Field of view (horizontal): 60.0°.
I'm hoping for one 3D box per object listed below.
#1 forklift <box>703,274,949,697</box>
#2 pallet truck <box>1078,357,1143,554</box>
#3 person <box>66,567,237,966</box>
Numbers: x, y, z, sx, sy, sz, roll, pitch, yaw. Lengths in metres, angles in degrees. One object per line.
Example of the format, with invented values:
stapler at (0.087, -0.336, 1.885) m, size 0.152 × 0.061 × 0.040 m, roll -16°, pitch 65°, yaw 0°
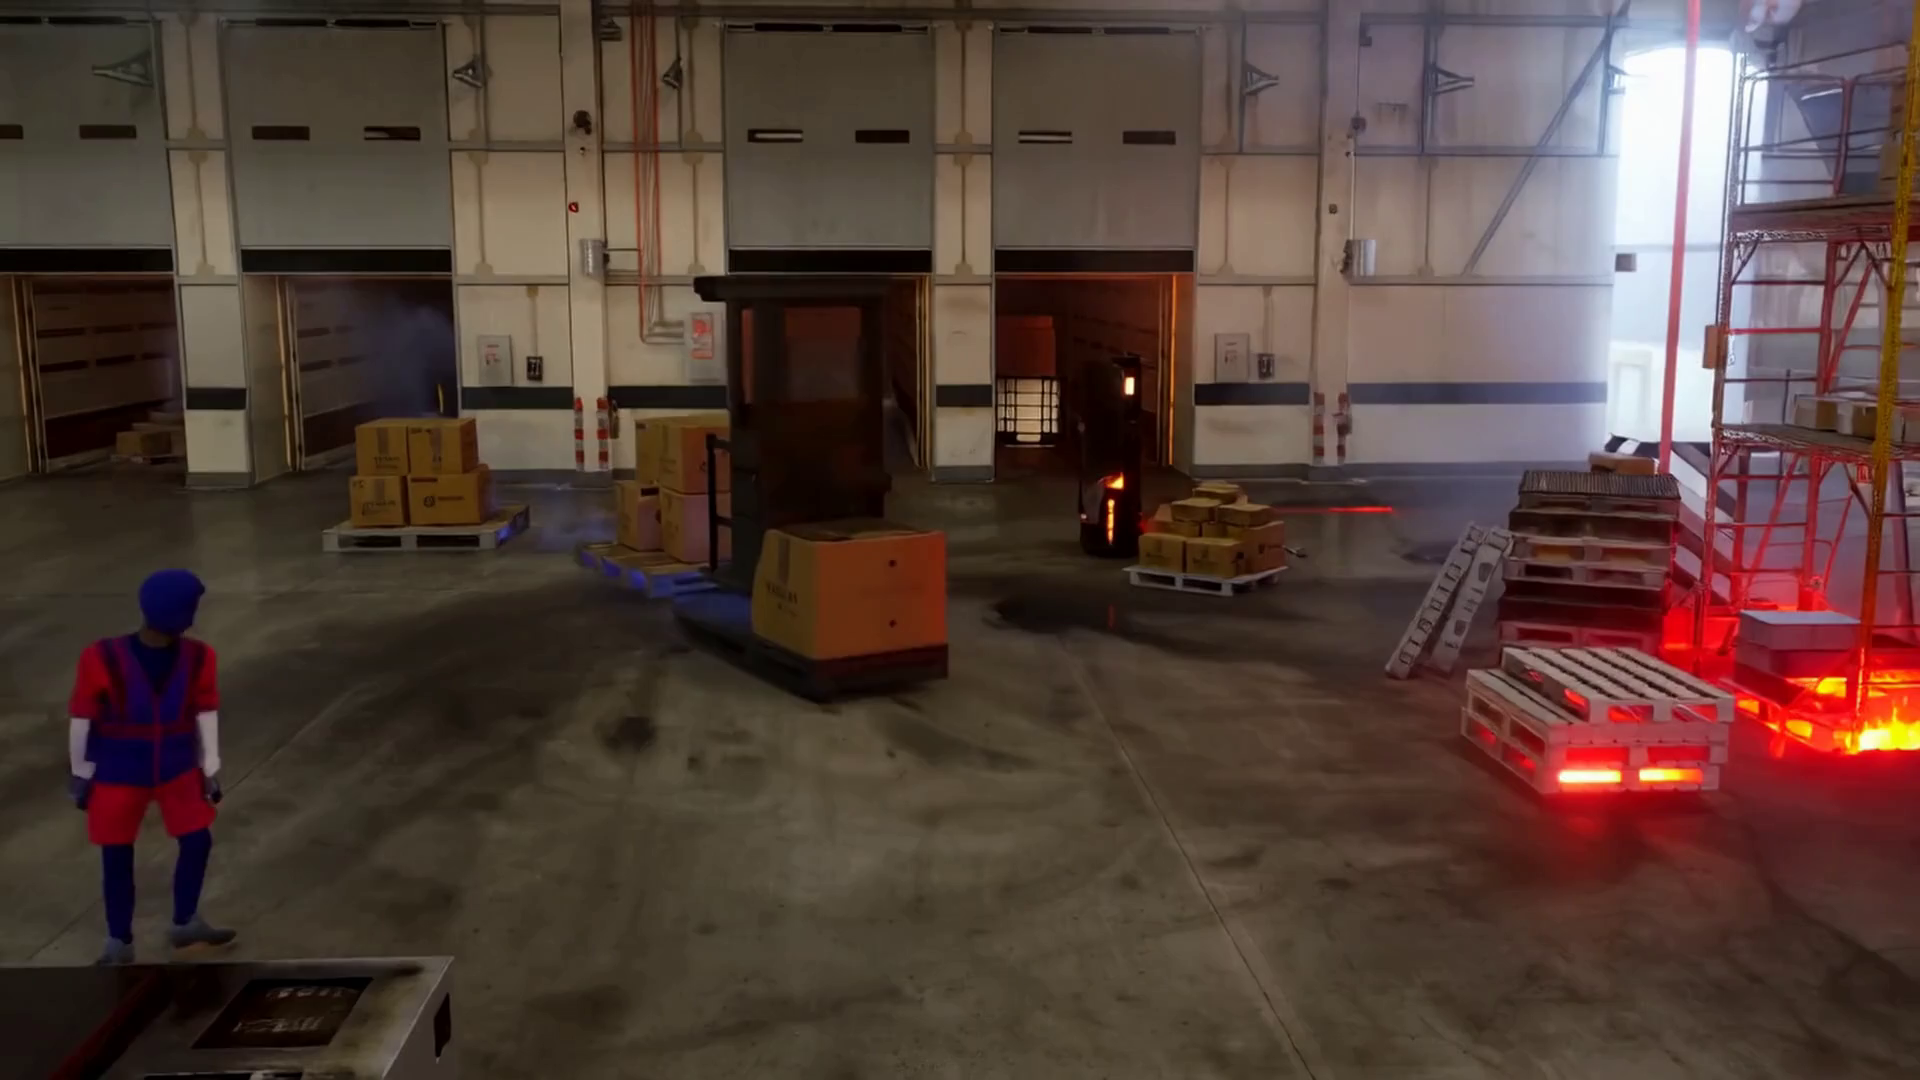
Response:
forklift at (-0.964, -0.469, 11.694) m, size 1.129 × 2.768 × 1.873 m, roll -5°, pitch 10°, yaw -30°
pallet truck at (2.088, -0.836, 16.757) m, size 1.885 × 1.965 × 0.823 m, roll 2°, pitch 9°, yaw 13°
person at (-3.272, 0.941, 6.648) m, size 0.635 × 1.667 × 0.317 m, roll -8°, pitch 12°, yaw -42°
